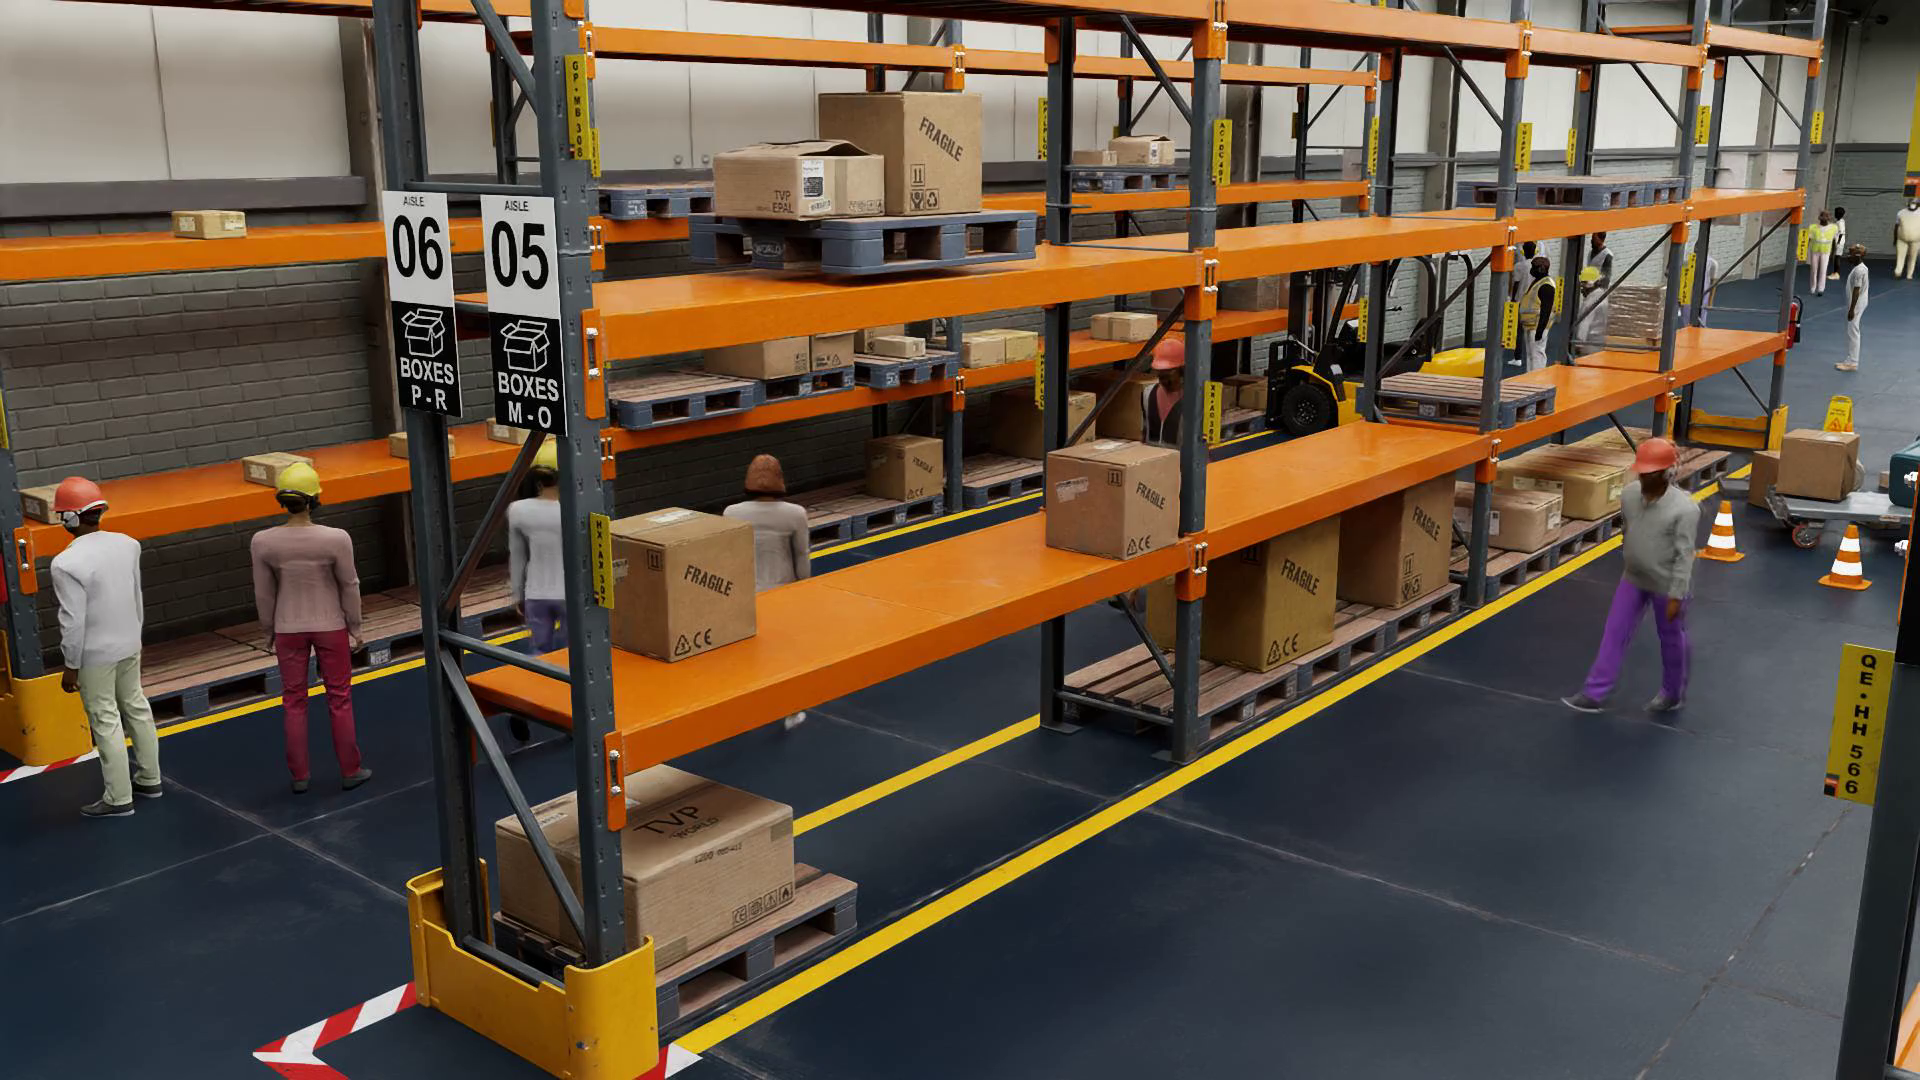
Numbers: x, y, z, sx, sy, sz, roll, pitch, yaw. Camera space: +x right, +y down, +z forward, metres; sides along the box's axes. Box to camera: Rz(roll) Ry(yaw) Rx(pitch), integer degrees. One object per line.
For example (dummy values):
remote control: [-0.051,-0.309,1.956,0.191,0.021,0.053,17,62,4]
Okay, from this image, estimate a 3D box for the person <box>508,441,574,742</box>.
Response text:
person: [-2.293,0.321,9.358,0.535,1.754,0.546,4,14,15]

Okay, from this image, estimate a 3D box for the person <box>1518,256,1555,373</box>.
person: [7.577,-2.807,21.909,0.429,1.844,0.626,1,14,3]

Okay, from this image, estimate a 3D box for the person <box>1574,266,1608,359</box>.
person: [7.827,-2.496,20.705,0.453,1.804,0.601,9,16,32]

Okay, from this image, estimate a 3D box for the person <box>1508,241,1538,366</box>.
person: [8.439,-3.525,24.787,0.517,1.865,0.327,-1,14,-4]

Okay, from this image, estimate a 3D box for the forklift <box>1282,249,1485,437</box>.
forklift: [4.886,-2.214,18.767,2.313,2.155,1.214,11,18,38]

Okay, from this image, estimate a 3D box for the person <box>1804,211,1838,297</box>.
person: [18.293,-6.092,35.389,0.592,1.790,0.988,7,15,26]

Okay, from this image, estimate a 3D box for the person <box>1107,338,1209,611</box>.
person: [1.482,-0.447,11.985,0.627,1.987,1.053,11,18,38]

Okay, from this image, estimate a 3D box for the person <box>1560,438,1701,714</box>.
person: [4.009,0.242,9.768,0.918,1.697,0.587,-7,16,-27]

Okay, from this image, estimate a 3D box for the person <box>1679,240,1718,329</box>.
person: [11.326,-3.707,25.567,0.505,1.845,0.346,11,17,37]

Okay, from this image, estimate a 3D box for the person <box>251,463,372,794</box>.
person: [-3.400,0.469,8.727,0.525,1.769,0.315,-2,14,-8]

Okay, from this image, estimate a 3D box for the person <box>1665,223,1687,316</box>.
person: [13.512,-5.154,31.436,0.495,1.861,0.329,-10,17,-35]

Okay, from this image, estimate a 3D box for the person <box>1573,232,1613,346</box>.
person: [10.270,-4.055,26.830,0.391,1.920,0.587,-3,14,-11]

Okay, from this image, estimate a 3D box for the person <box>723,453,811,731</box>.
person: [-1.113,0.308,9.656,0.507,1.631,0.267,-1,14,-2]

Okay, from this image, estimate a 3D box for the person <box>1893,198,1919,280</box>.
person: [22.395,-7.156,39.204,0.698,2.000,1.064,8,16,30]

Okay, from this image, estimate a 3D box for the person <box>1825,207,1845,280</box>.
person: [20.707,-6.999,39.267,0.318,1.698,0.539,5,15,19]

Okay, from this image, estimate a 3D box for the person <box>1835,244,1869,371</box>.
person: [13.063,-3.391,24.309,0.350,1.837,0.502,7,15,26]

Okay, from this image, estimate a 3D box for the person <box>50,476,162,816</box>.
person: [-4.383,0.539,8.465,0.342,1.750,0.568,3,14,11]

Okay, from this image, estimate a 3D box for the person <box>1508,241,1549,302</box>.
person: [9.190,-4.133,26.897,0.672,2.000,0.536,0,14,0]
